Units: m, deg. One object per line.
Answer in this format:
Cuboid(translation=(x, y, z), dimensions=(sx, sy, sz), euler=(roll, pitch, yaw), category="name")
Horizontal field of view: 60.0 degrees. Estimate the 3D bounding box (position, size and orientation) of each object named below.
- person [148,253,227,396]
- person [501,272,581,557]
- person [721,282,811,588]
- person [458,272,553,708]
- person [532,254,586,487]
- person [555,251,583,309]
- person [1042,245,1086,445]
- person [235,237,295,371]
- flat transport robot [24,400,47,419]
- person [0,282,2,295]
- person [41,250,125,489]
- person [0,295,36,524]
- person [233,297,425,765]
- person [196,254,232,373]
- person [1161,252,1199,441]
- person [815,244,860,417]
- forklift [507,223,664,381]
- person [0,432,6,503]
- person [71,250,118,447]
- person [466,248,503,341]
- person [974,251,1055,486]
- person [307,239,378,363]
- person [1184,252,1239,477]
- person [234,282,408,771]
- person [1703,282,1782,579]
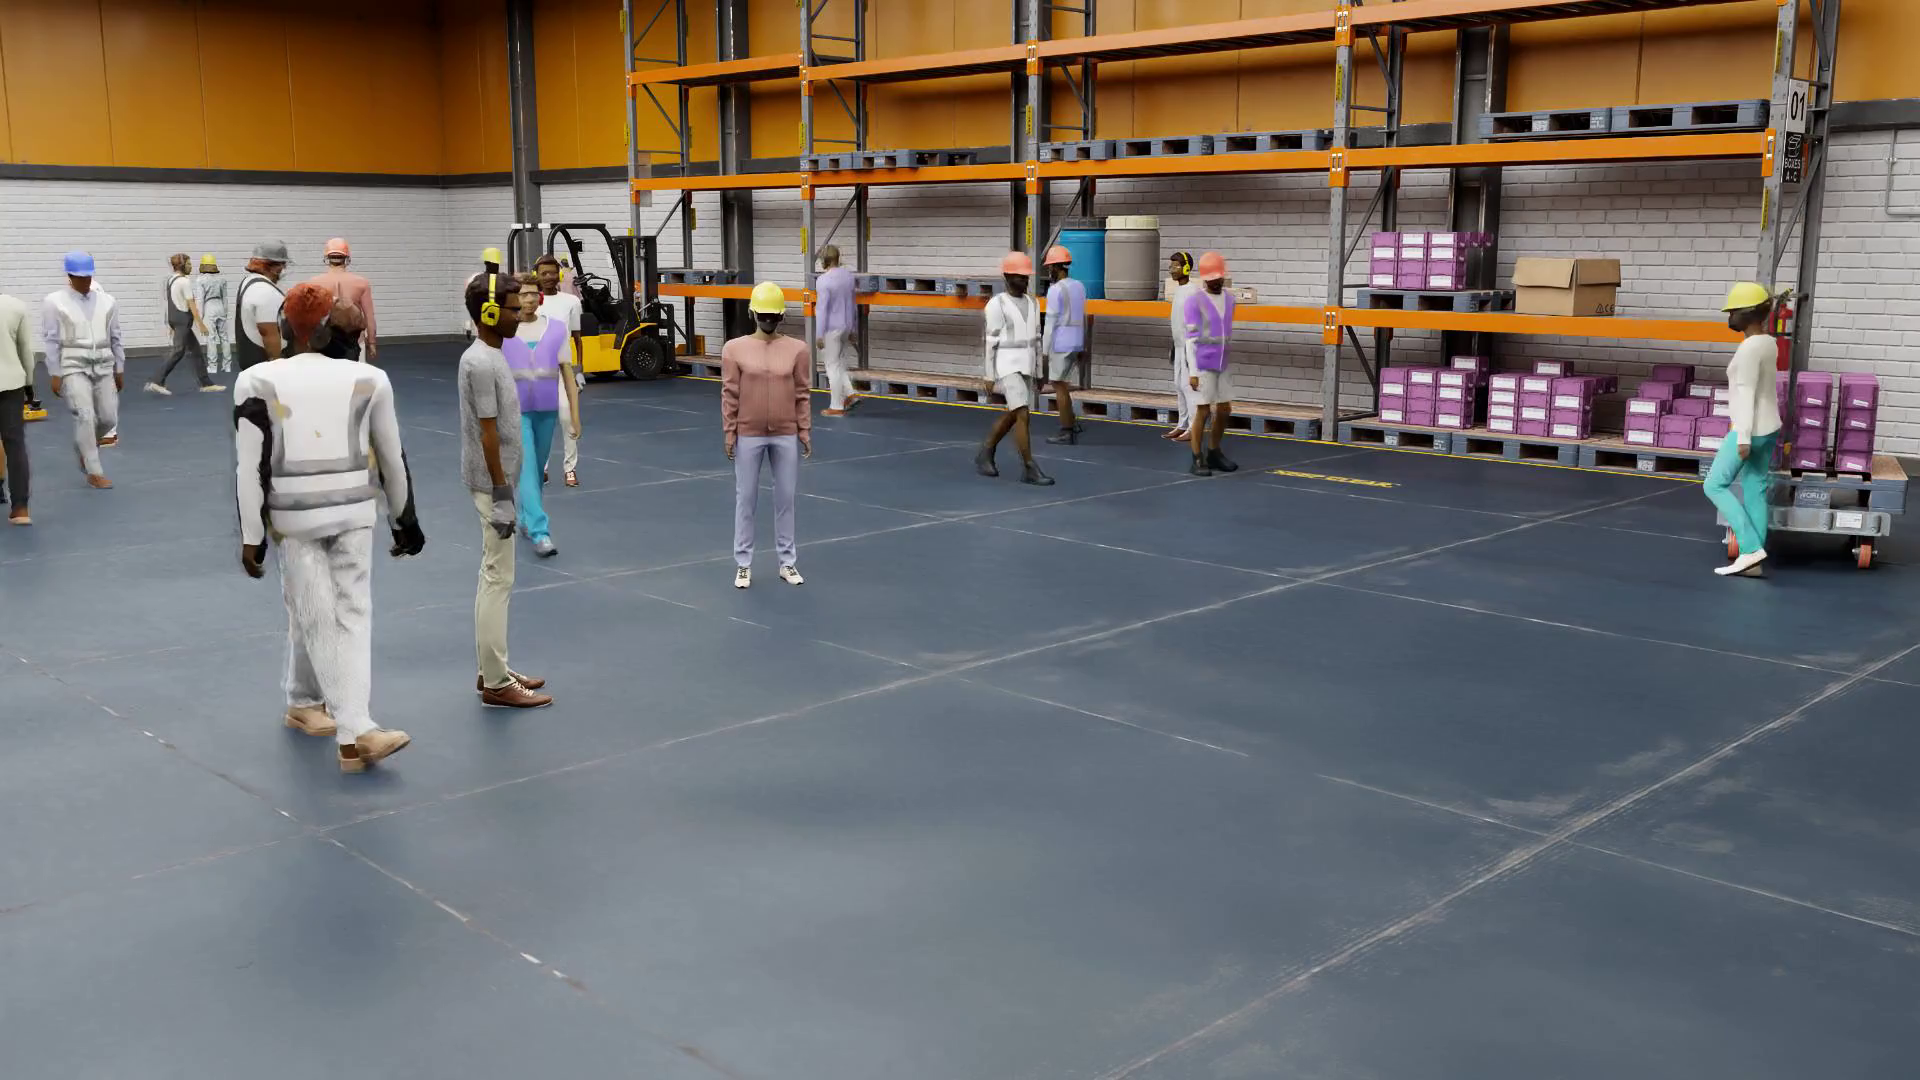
Cuboid(translation=(-9.909, -2.730, 21.114), dimensions=(0.967, 1.809, 0.535), euler=(-9, 14, -40), category="person")
Cuboid(translation=(-2.767, -0.823, 10.720), dimensions=(0.582, 1.791, 1.014), euler=(-7, 12, -32), category="person")
Cuboid(translation=(-1.108, -0.600, 9.586), dimensions=(0.522, 1.761, 0.322), euler=(-3, 11, -17), category="person")
Cuboid(translation=(-1.977, -0.208, 7.171), dimensions=(0.328, 1.864, 0.509), euler=(-3, 11, -18), category="person")
Cuboid(translation=(-3.291, -1.355, 13.405), dimensions=(0.532, 1.869, 0.319), euler=(-1, 10, -5), category="person")
Cuboid(translation=(-6.125, -3.642, 26.160), dimensions=(0.531, 1.768, 0.316), euler=(3, 11, 18), category="person")
Cuboid(translation=(0.976, -1.872, 16.067), dimensions=(0.418, 1.920, 0.561), euler=(7, 13, 35), category="person")
Cuboid(translation=(-5.636, -1.486, 13.647), dimensions=(0.535, 2.000, 0.699), euler=(-8, 13, -36), category="person")
Cuboid(translation=(-10.801, -1.408, 18.051), dimensions=(1.431, 0.197, 0.652), euler=(1, 10, 5), category="flat transport robot")
Cuboid(translation=(-11.312, -2.488, 19.253), dimensions=(0.626, 1.979, 0.955), euler=(2, 11, 12), category="person")
Cuboid(translation=(-7.079, -1.376, 13.419), dimensions=(0.669, 1.914, 0.619), euler=(8, 13, 37), category="person")
Cuboid(translation=(-6.881, -1.094, 11.784), dimensions=(0.630, 1.941, 1.017), euler=(-9, 14, -42), category="person")
Cuboid(translation=(-2.439, -0.045, 6.498), dimensions=(0.955, 1.778, 0.632), euler=(6, 12, 28), category="person")
Cuboid(translation=(-11.060, -3.346, 24.600), dimensions=(0.296, 1.744, 0.487), euler=(6, 12, 31), category="person")
Cuboid(translation=(2.203, -1.901, 16.422), dimensions=(0.320, 1.860, 0.505), euler=(-2, 11, -12), category="person")
Cuboid(translation=(-1.415, -2.318, 18.499), dimensions=(0.431, 1.923, 0.660), euler=(6, 12, 29), category="person")
Cuboid(translation=(-5.316, -3.263, 22.920), dimensions=(2.313, 2.155, 1.214), euler=(-10, 14, -44), category="forklift")
Cuboid(translation=(-7.563, -1.246, 12.717), dimensions=(0.860, 1.899, 0.559), euler=(10, 14, 43), category="person")
Cuboid(translation=(-8.308, -1.823, 15.930), dimensions=(0.355, 1.880, 0.577), euler=(-4, 11, -22), category="person")
Cuboid(translation=(-5.905, -2.749, 21.024), dimensions=(0.595, 1.862, 1.006), euler=(-10, 15, -44), category="person")
Cuboid(translation=(0.422, -1.421, 13.692), dimensions=(0.553, 1.901, 0.949), euler=(-10, 14, -43), category="person")
Cuboid(translation=(-6.066, -1.948, 16.346), dimensions=(0.671, 1.984, 0.530), euler=(-3, 11, -17), category="person")
Cuboid(translation=(2.106, -1.461, 13.921), dimensions=(0.601, 1.888, 0.497), euler=(-7, 13, -35), category="person")
Cuboid(translation=(-2.492, -0.082, 6.545), dimensions=(0.614, 1.831, 0.963), euler=(-4, 11, -21), category="person")
Cuboid(translation=(4.620, -0.634, 9.786), dimensions=(0.374, 1.749, 0.532), euler=(10, 14, 43), category="person")
